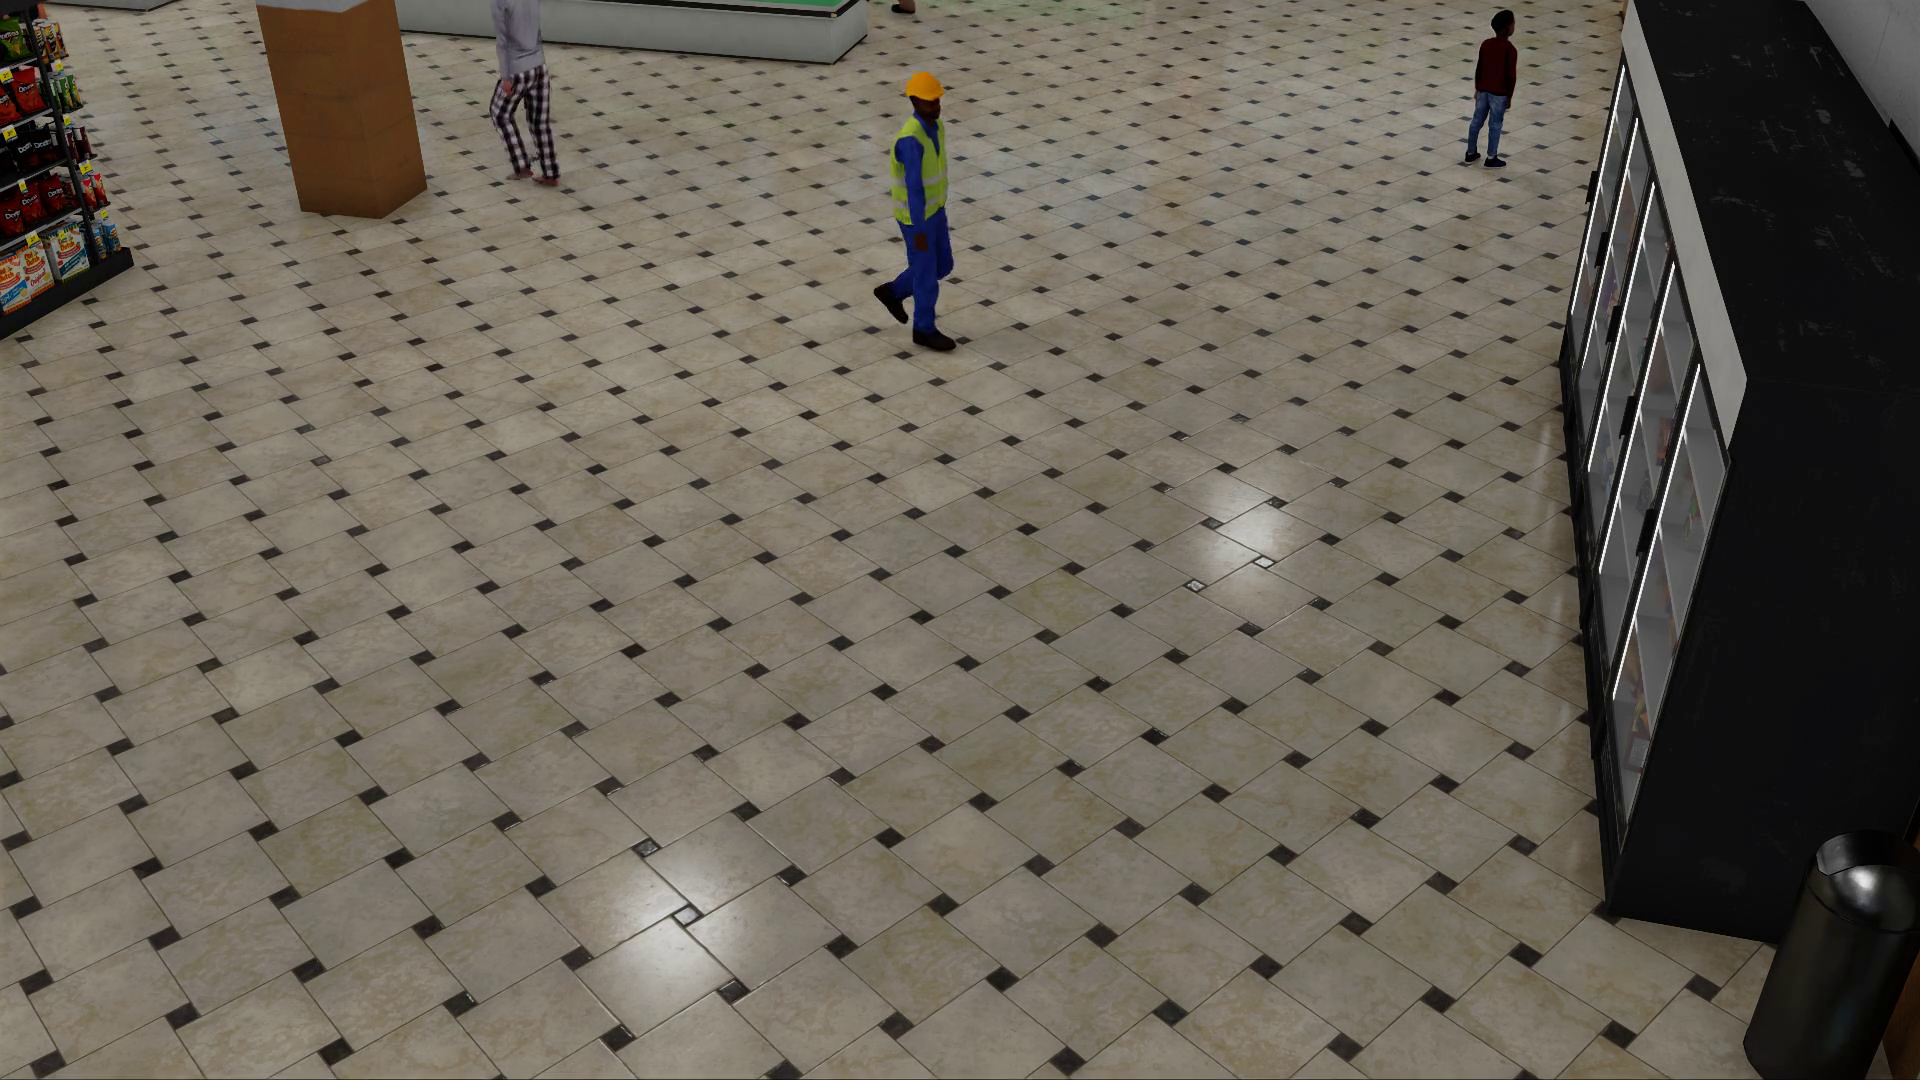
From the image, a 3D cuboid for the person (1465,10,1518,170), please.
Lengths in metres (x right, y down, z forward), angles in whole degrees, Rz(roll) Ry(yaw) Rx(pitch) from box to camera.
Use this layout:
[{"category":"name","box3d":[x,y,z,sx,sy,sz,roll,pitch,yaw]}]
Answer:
[{"category":"person","box3d":[4.304,-3.637,13.416,0.645,1.256,0.566,-23,39,-33]}]

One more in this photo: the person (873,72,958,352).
[{"category":"person","box3d":[-0.307,-2.024,10.321,0.869,1.788,0.722,11,33,17]}]

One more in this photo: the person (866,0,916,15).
[{"category":"person","box3d":[-0.722,-6.360,17.300,1.300,1.777,0.970,20,37,29]}]

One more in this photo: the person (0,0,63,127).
[{"category":"person","box3d":[-7.516,-3.918,13.599,0.970,1.539,0.763,23,39,32]}]

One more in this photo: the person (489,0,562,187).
[{"category":"person","box3d":[-3.299,-3.609,12.823,0.836,1.834,0.774,22,38,31]}]
